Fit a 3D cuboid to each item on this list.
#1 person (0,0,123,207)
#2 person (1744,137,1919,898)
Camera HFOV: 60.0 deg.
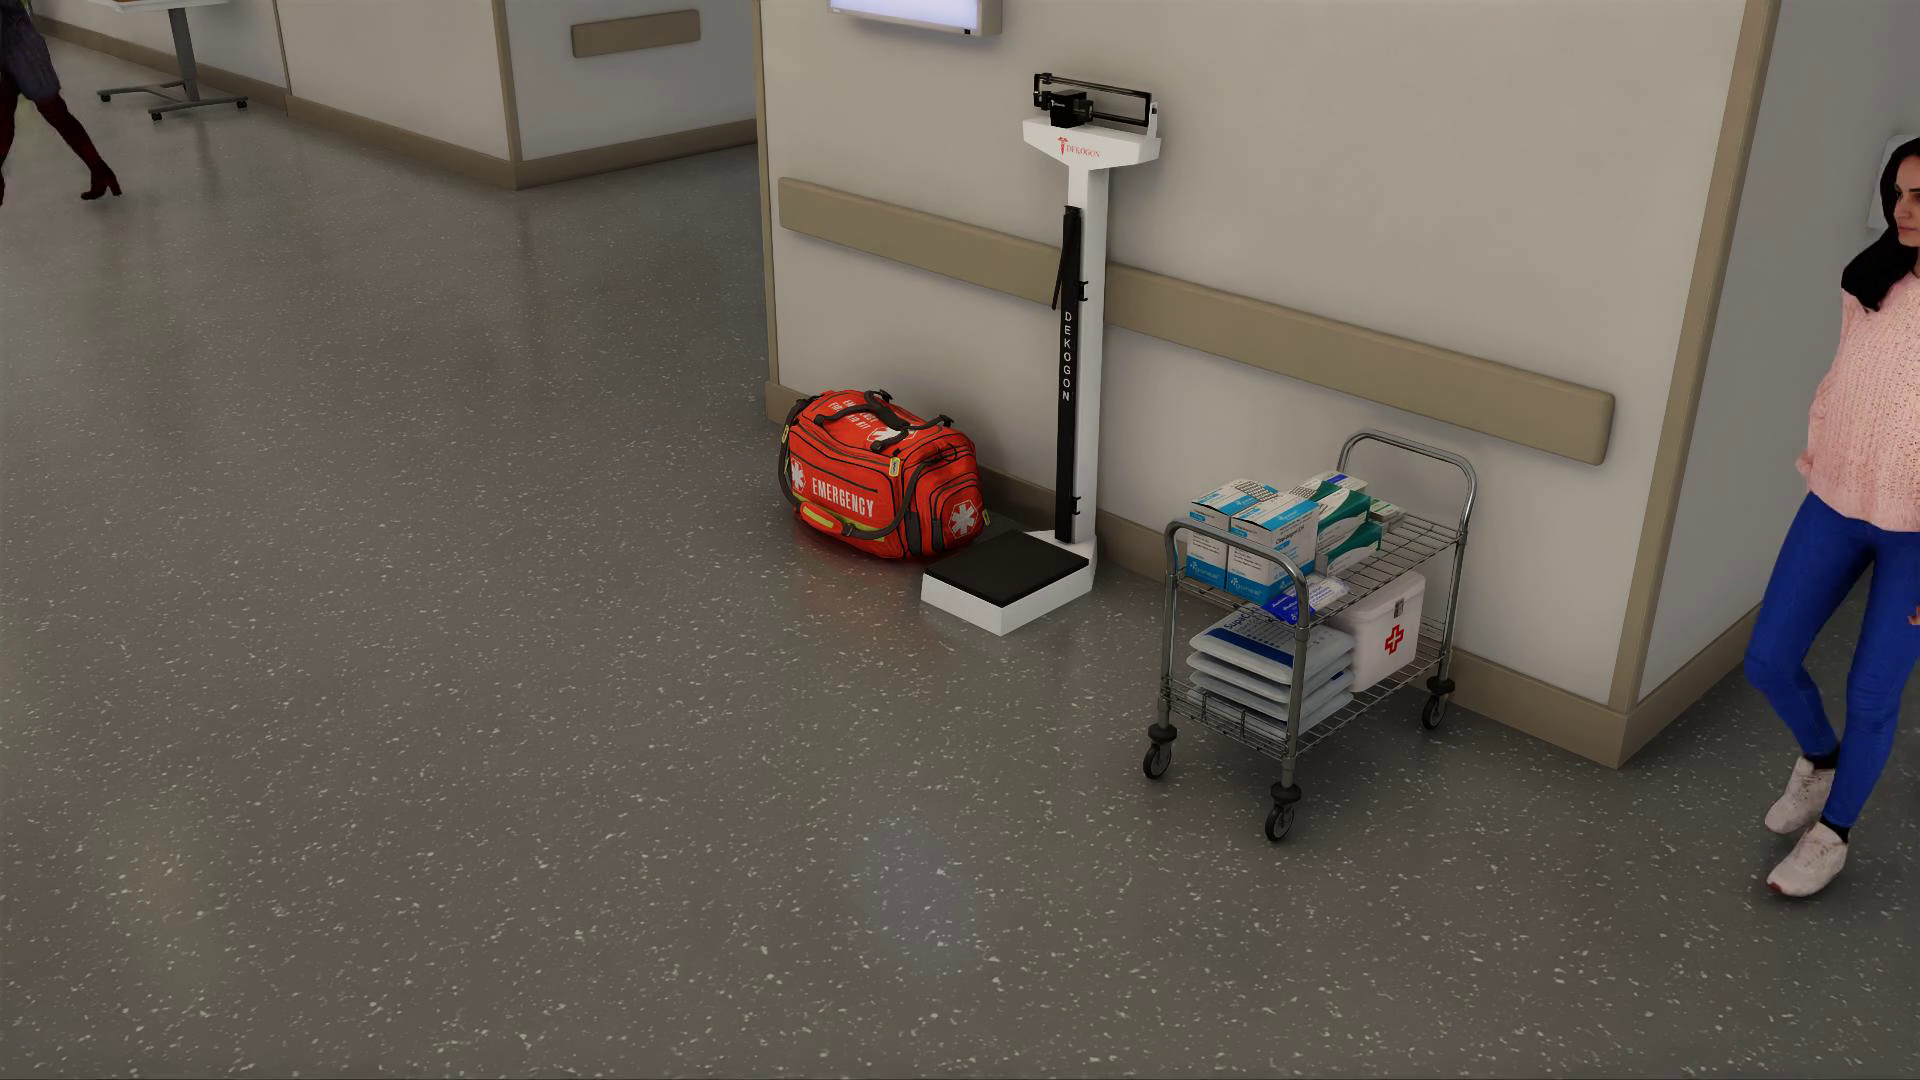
[{"bbox_3d":[-5.125,-2.661,9.215,0.919,1.668,1.075,-9,27,-17],"label":"person"},{"bbox_3d":[2.080,-0.019,3.640,0.804,1.752,0.703,-14,29,-26],"label":"person"}]
